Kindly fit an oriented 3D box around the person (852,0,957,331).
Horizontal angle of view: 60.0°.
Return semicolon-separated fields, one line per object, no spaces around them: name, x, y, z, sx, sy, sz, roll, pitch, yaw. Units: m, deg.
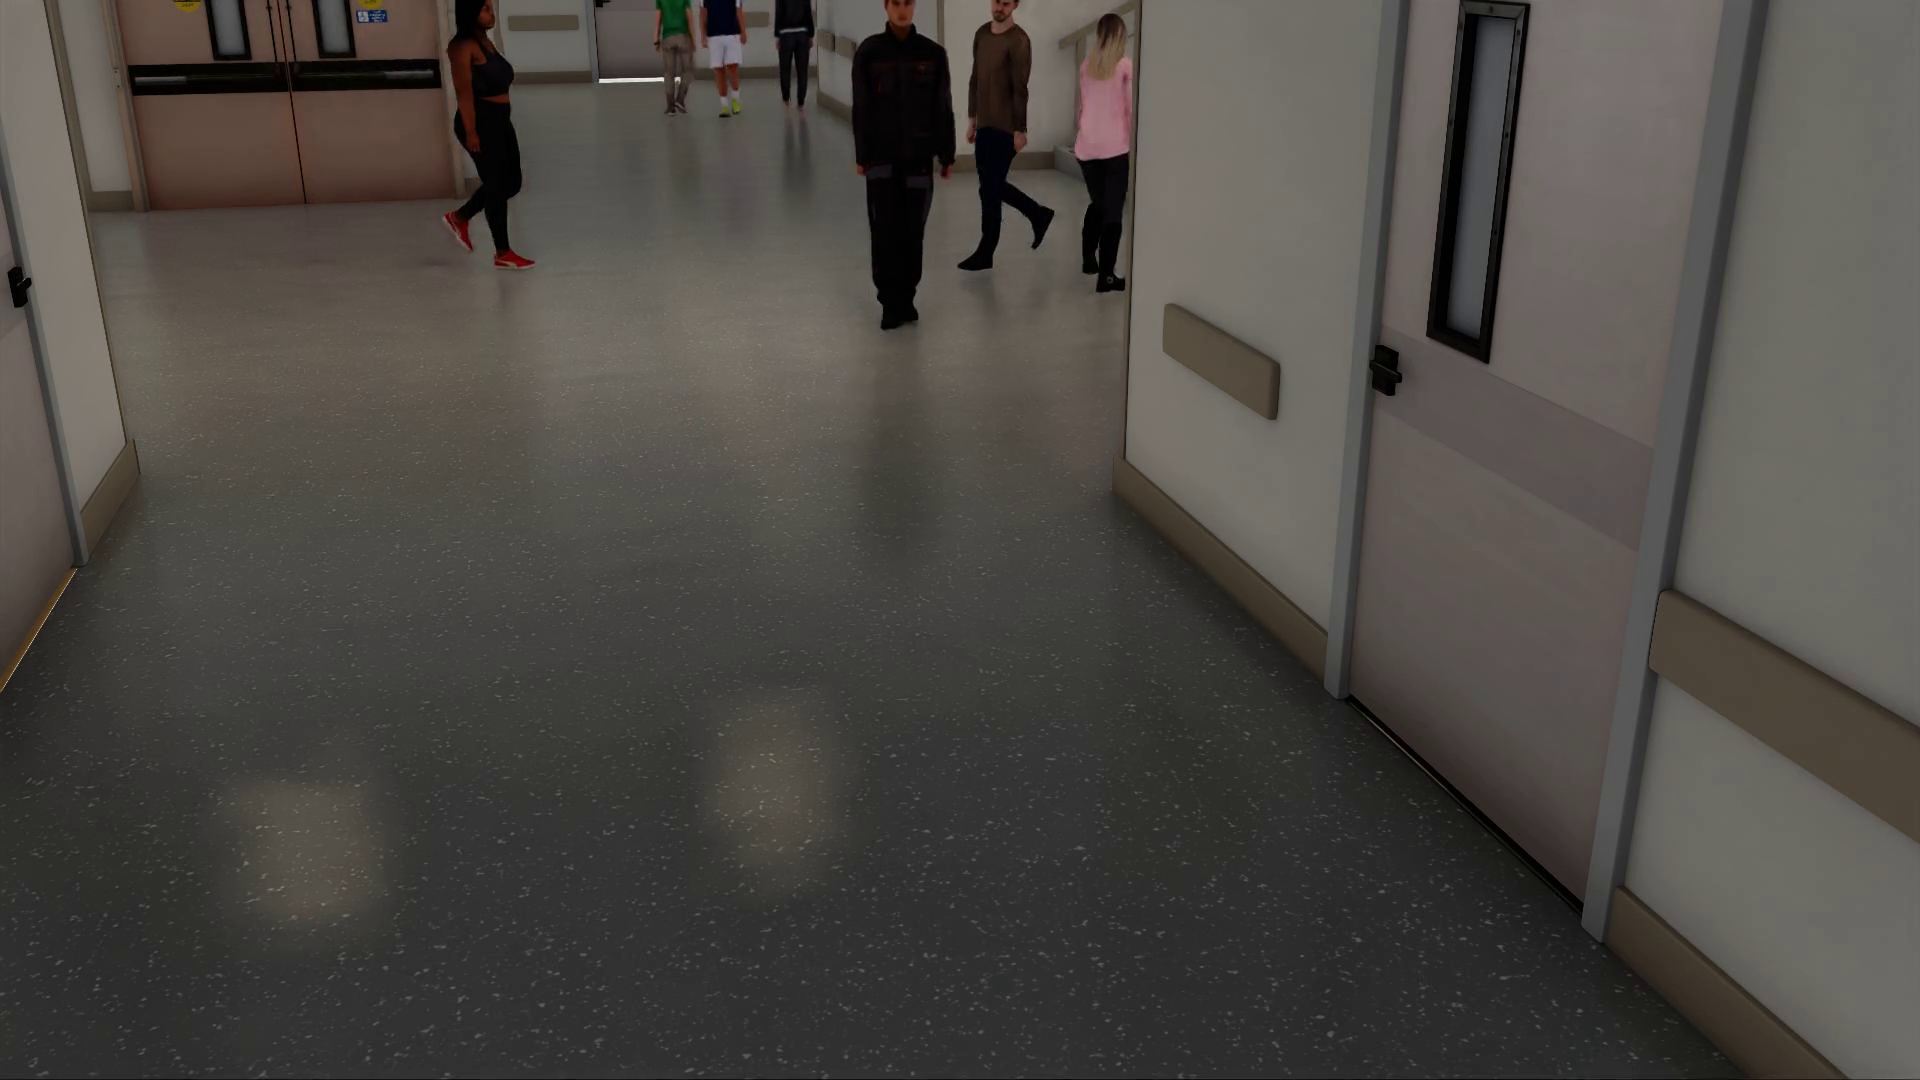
person;-0.344;-2.212;9.503;0.812;1.922;0.807;-4;21;-12

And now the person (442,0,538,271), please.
person;-3.175;-2.673;10.892;1.049;1.800;0.900;4;21;10

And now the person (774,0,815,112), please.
person;-1.952;-5.931;19.642;0.948;1.695;0.764;-4;21;-9

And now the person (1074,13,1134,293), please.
person;0.853;-2.402;10.376;0.796;1.660;0.770;-16;26;-36

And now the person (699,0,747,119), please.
person;-2.689;-5.776;19.057;0.666;1.821;0.809;1;21;4

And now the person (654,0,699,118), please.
person;-3.258;-5.736;19.195;0.597;1.647;0.779;-4;21;-10

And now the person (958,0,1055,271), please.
person;0.318;-2.689;10.872;1.122;1.845;0.878;-13;24;-31
